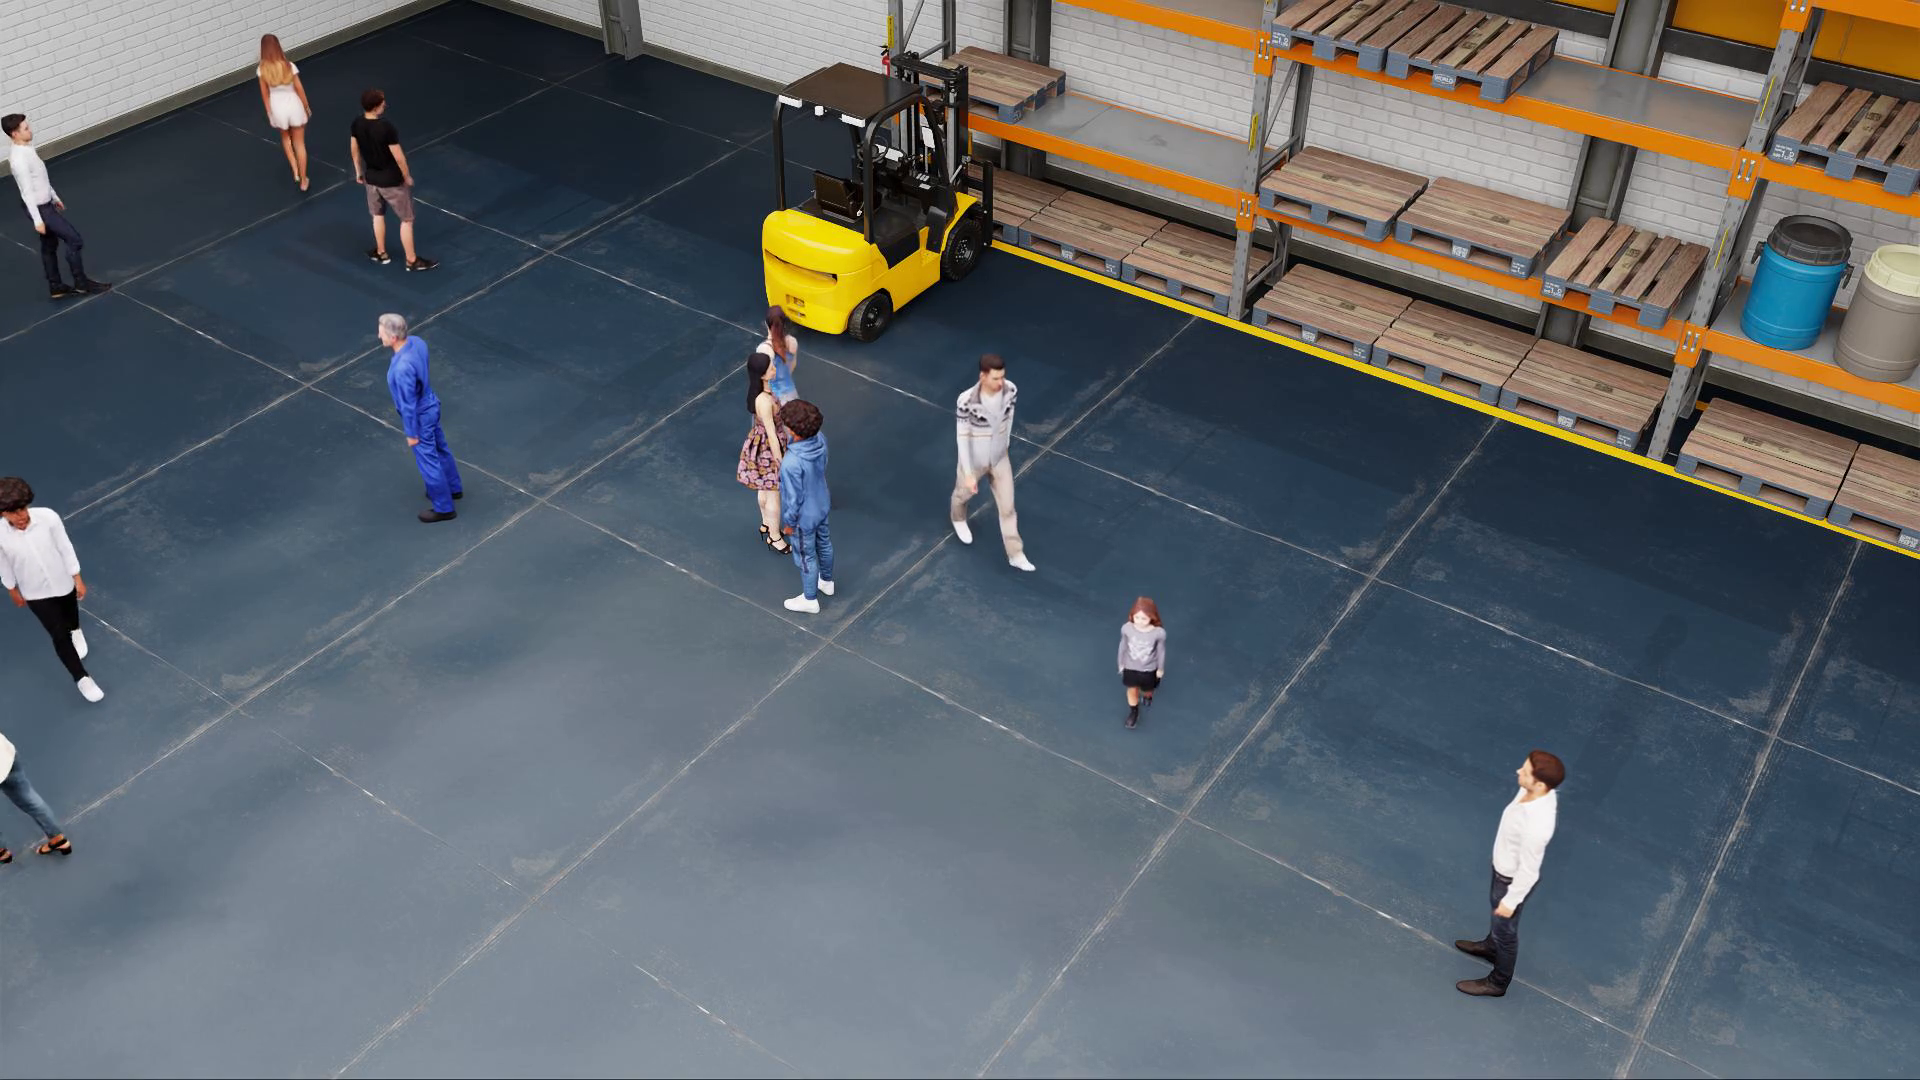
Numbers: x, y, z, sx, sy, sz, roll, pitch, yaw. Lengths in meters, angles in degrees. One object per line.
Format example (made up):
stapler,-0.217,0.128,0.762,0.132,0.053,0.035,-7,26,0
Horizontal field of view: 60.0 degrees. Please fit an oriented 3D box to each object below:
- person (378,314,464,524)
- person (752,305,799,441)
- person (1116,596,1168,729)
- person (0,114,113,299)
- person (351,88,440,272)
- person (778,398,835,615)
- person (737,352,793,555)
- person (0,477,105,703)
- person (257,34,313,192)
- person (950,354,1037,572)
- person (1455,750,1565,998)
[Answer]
person,-4.213,-0.982,13.032,0.804,1.824,0.788,-2,39,-2
person,-1.429,-1.113,13.380,0.685,1.594,0.748,-29,47,-31
person,1.255,0.800,11.383,0.588,1.098,0.629,10,40,13
person,-8.755,-3.109,15.672,0.910,1.853,0.867,-15,41,-18
person,-5.647,-3.498,16.175,0.666,1.833,1.079,7,39,9
person,-1.117,-0.253,12.130,0.616,1.811,0.708,17,42,20
person,-1.451,-0.664,12.674,0.862,1.775,0.789,-12,40,-15
person,-6.364,0.242,11.543,0.819,1.769,1.169,-25,45,-28
person,-7.084,-4.459,17.502,0.707,1.679,0.765,-8,39,-10
person,0.130,-0.664,12.650,1.082,1.804,1.306,-17,42,-20
person,3.137,1.884,9.406,0.667,1.870,0.730,9,40,11
